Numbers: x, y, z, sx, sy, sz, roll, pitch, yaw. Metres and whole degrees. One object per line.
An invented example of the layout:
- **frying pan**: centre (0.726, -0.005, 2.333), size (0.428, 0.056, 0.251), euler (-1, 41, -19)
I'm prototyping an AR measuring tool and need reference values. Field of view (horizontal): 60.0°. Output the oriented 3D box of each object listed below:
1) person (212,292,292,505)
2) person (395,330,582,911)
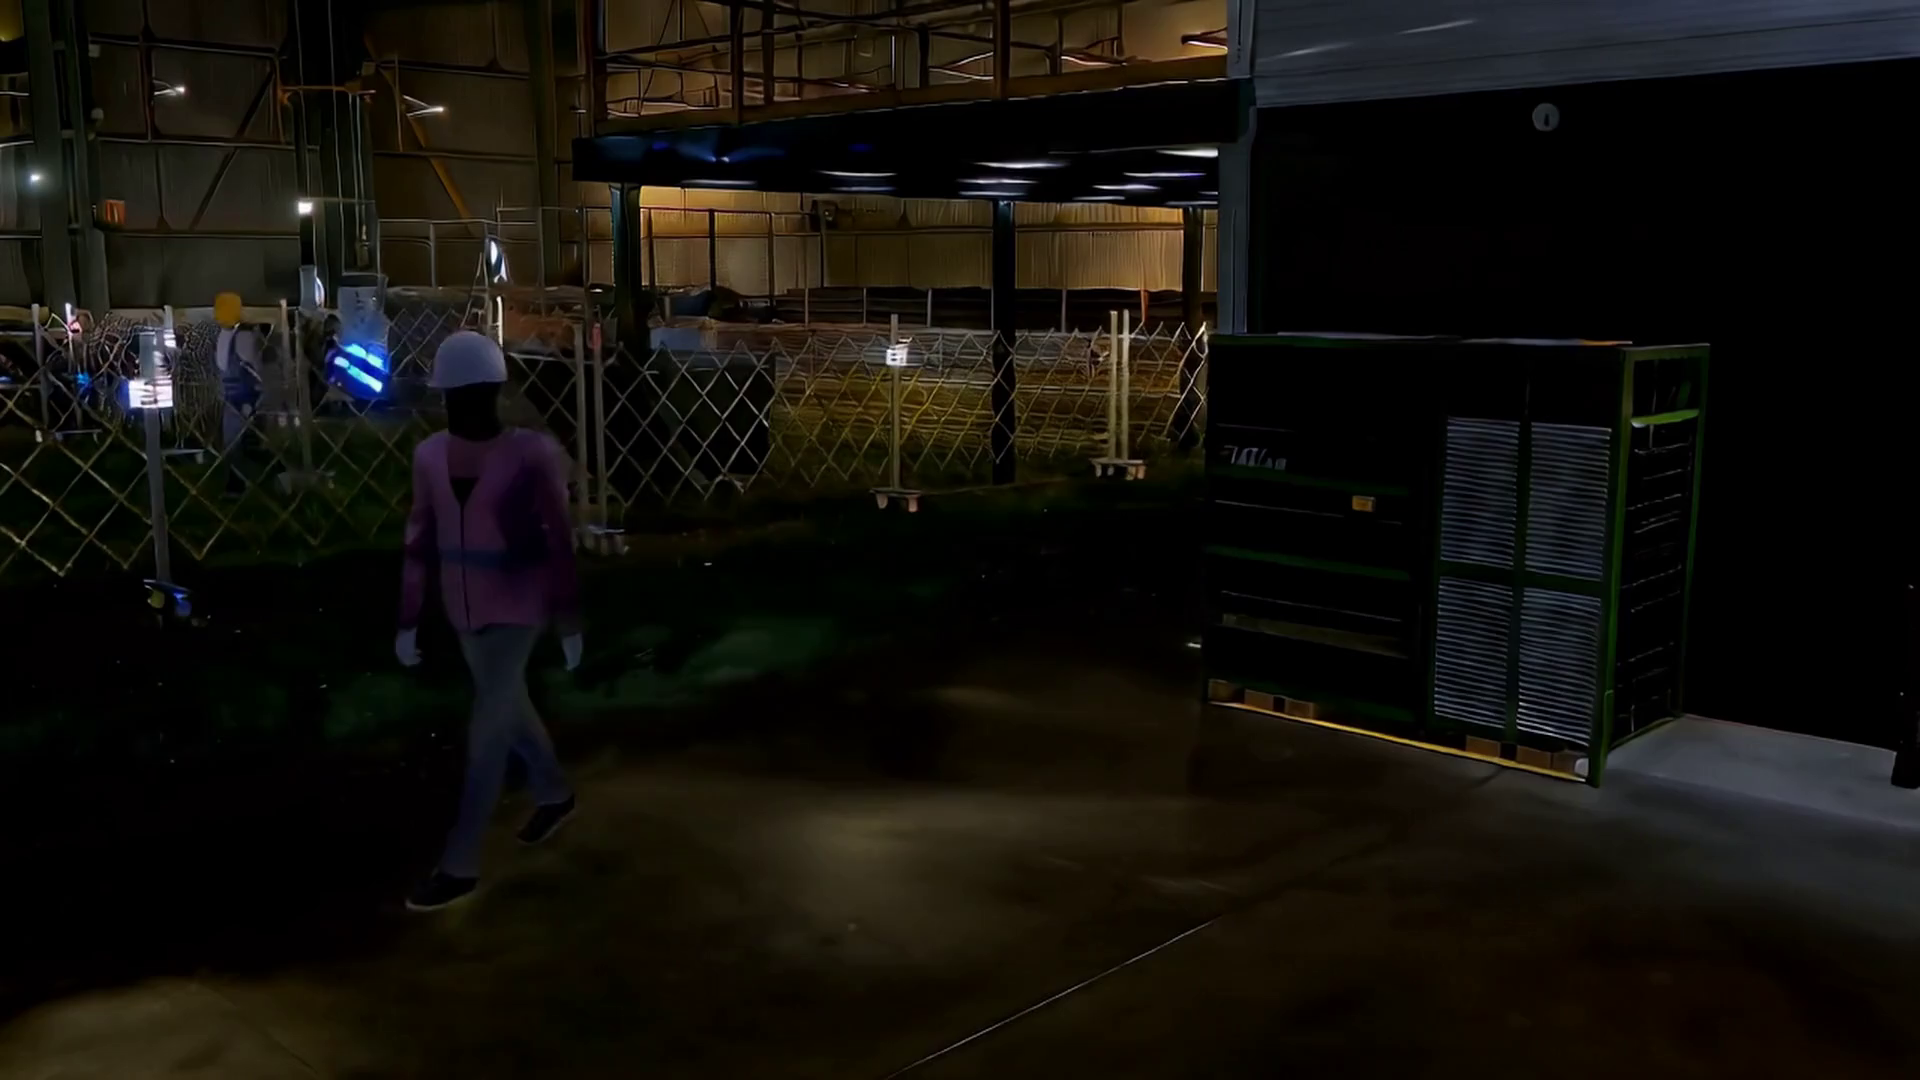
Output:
- **person**: centre (-6.321, -1.243, 14.661), size (0.591, 1.869, 0.576), euler (9, 13, 44)
- **person**: centre (-1.604, 0.222, 5.684), size (0.610, 1.874, 1.022), euler (4, 10, 23)
